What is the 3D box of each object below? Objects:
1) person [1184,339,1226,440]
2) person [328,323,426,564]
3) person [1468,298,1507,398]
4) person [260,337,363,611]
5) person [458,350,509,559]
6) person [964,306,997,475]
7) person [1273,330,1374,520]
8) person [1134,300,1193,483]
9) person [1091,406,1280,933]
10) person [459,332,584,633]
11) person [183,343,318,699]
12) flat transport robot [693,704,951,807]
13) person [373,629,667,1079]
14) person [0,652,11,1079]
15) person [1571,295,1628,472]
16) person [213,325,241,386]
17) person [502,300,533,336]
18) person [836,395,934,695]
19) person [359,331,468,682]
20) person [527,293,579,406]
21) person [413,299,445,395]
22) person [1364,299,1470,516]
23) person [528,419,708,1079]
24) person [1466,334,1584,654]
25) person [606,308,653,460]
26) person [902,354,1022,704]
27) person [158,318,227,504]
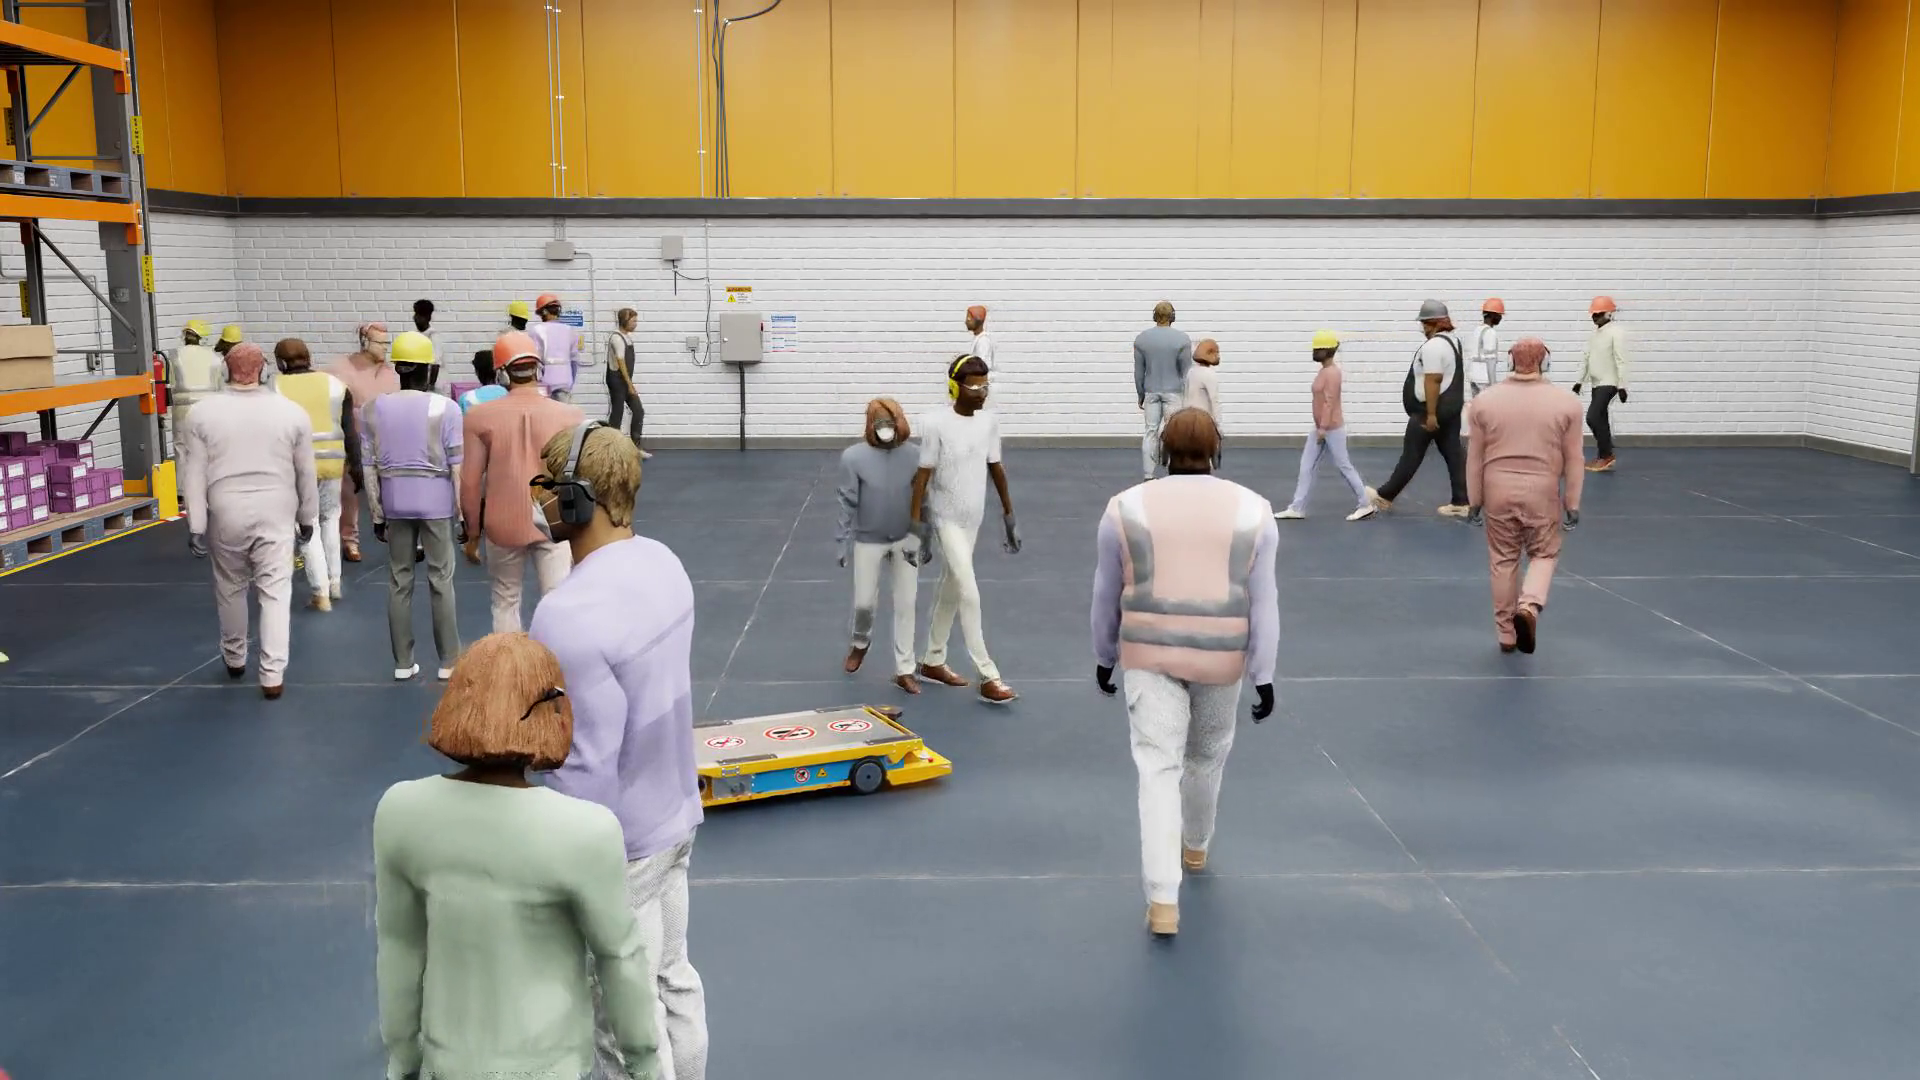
[{"bbox_3d":[2.295,-1.067,15.532,0.503,1.612,0.512,-3,10,-15],"label":"person"},{"bbox_3d":[-4.462,-0.713,12.666,1.030,1.845,0.655,9,13,43],"label":"person"},{"bbox_3d":[6.286,-1.916,19.835,0.426,1.920,0.555,0,9,-2],"label":"person"},{"bbox_3d":[-4.402,-0.449,11.160,0.660,1.811,0.709,-7,12,-38],"label":"person"},{"bbox_3d":[-3.557,-0.609,12.624,0.556,1.654,0.876,-5,11,-29],"label":"person"},{"bbox_3d":[0.101,-1.621,18.184,0.745,1.859,0.613,-1,9,-8],"label":"person"},{"bbox_3d":[3.323,-1.021,14.945,0.896,1.727,0.526,-1,9,-6],"label":"person"},{"bbox_3d":[2.112,-1.509,17.276,0.632,1.940,0.372,4,10,24],"label":"person"},{"bbox_3d":[0.790,0.421,5.918,0.645,1.788,1.004,1,9,3],"label":"person"},{"bbox_3d":[-2.177,-0.058,8.385,0.654,1.953,0.709,-4,10,-22],"label":"person"},{"bbox_3d":[-3.831,-0.124,9.014,0.660,1.861,0.940,-4,10,-23],"label":"person"},{"bbox_3d":[-0.820,0.951,7.292,1.431,0.197,0.652,-5,10,-26],"label":"flat transport robot"},{"bbox_3d":[-0.804,0.962,3.110,0.514,1.621,0.381,3,10,19],"label":"person"},{"bbox_3d":[-1.865,0.922,2.970,0.529,1.743,0.421,5,10,26],"label":"person"},{"bbox_3d":[7.153,-1.736,18.559,0.508,1.971,0.636,-1,9,-4],"label":"person"},{"bbox_3d":[-7.452,-1.360,17.104,0.549,1.699,0.689,0,9,-3],"label":"person"},{"bbox_3d":[-5.335,-1.902,19.809,0.591,1.902,0.597,-2,9,-12],"label":"person"},{"bbox_3d":[-0.415,0.002,9.008,0.547,1.609,0.570,-3,10,-15],"label":"person"},{"bbox_3d":[-2.968,-0.175,9.130,0.587,1.928,0.363,1,9,3],"label":"person"},{"bbox_3d":[-4.503,-1.703,18.296,0.638,1.988,0.782,-7,11,-36],"label":"person"},{"bbox_3d":[-6.021,-1.741,18.737,0.423,1.932,0.653,-6,11,-34],"label":"person"},{"bbox_3d":[4.288,-1.244,15.339,1.038,2.000,0.718,8,12,40],"label":"person"},{"bbox_3d":[-0.780,0.694,3.767,0.377,1.940,0.629,2,9,9],"label":"person"},{"bbox_3d":[3.268,-0.247,9.675,0.663,1.890,0.589,4,10,25],"label":"person"},{"bbox_3d":[-3.900,-1.808,19.494,0.657,1.806,0.508,2,9,11],"label":"person"},{"bbox_3d":[0.067,-0.059,8.737,0.915,1.817,0.665,9,13,44],"label":"person"},{"bbox_3d":[-7.401,-1.232,16.066,0.655,1.797,0.424,-7,11,-35],"label":"person"}]
